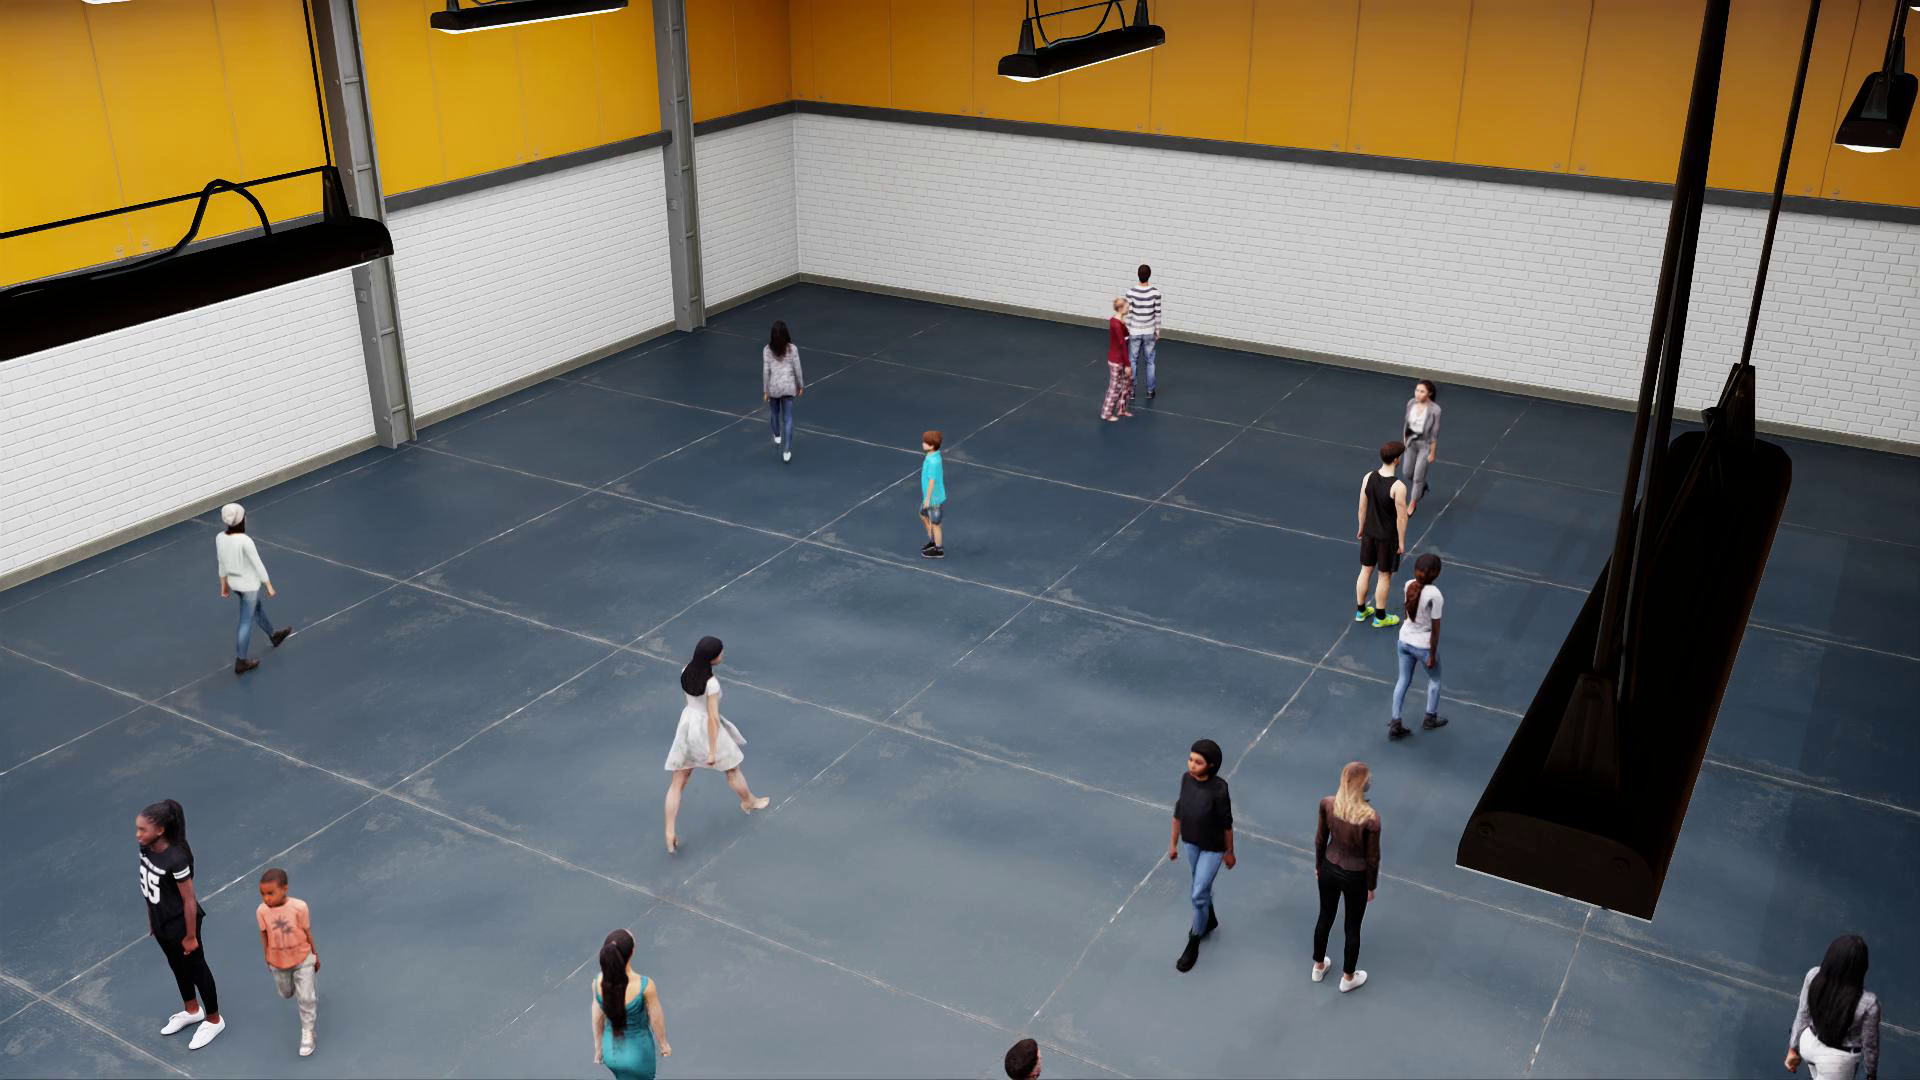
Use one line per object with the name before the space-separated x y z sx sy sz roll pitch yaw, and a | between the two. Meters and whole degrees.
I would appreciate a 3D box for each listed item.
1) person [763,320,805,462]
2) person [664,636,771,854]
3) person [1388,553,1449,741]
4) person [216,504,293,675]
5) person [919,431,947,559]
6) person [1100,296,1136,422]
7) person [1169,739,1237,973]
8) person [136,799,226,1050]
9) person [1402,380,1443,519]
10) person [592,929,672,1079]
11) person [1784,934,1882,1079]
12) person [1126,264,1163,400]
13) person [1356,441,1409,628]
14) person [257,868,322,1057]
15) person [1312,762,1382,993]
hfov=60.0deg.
person | -2.202 -1.810 20.515 1.013 1.689 1.188 -1 24 -3
person | -2.025 1.590 12.699 0.768 1.718 1.217 15 28 31
person | 3.856 0.934 14.216 0.956 1.706 0.830 -15 28 -30
person | -6.683 0.467 15.403 0.670 1.610 1.033 10 25 21
person | -0.218 -0.494 17.807 0.681 1.446 0.589 0 24 0
person | 1.994 -2.363 21.785 0.845 1.685 0.771 1 24 2
person | 1.750 2.099 11.586 0.697 1.677 0.934 21 31 39
person | -5.046 2.457 10.701 0.602 1.729 0.567 14 27 29
person | 5.268 -1.051 18.817 0.886 1.658 0.773 -17 29 -34
person | -1.926 3.004 9.522 0.620 1.672 0.650 7 24 15
person | 4.881 3.026 9.460 1.245 1.682 1.052 -11 26 -23
person | 2.484 -2.841 22.667 0.725 1.854 0.715 0 24 0
person | 4.117 -0.063 16.268 0.685 1.889 0.751 -20 30 -38
person | -4.323 2.658 10.784 0.756 1.295 0.864 -3 24 -7
person | 2.586 2.259 11.190 0.633 1.702 0.554 18 29 36
